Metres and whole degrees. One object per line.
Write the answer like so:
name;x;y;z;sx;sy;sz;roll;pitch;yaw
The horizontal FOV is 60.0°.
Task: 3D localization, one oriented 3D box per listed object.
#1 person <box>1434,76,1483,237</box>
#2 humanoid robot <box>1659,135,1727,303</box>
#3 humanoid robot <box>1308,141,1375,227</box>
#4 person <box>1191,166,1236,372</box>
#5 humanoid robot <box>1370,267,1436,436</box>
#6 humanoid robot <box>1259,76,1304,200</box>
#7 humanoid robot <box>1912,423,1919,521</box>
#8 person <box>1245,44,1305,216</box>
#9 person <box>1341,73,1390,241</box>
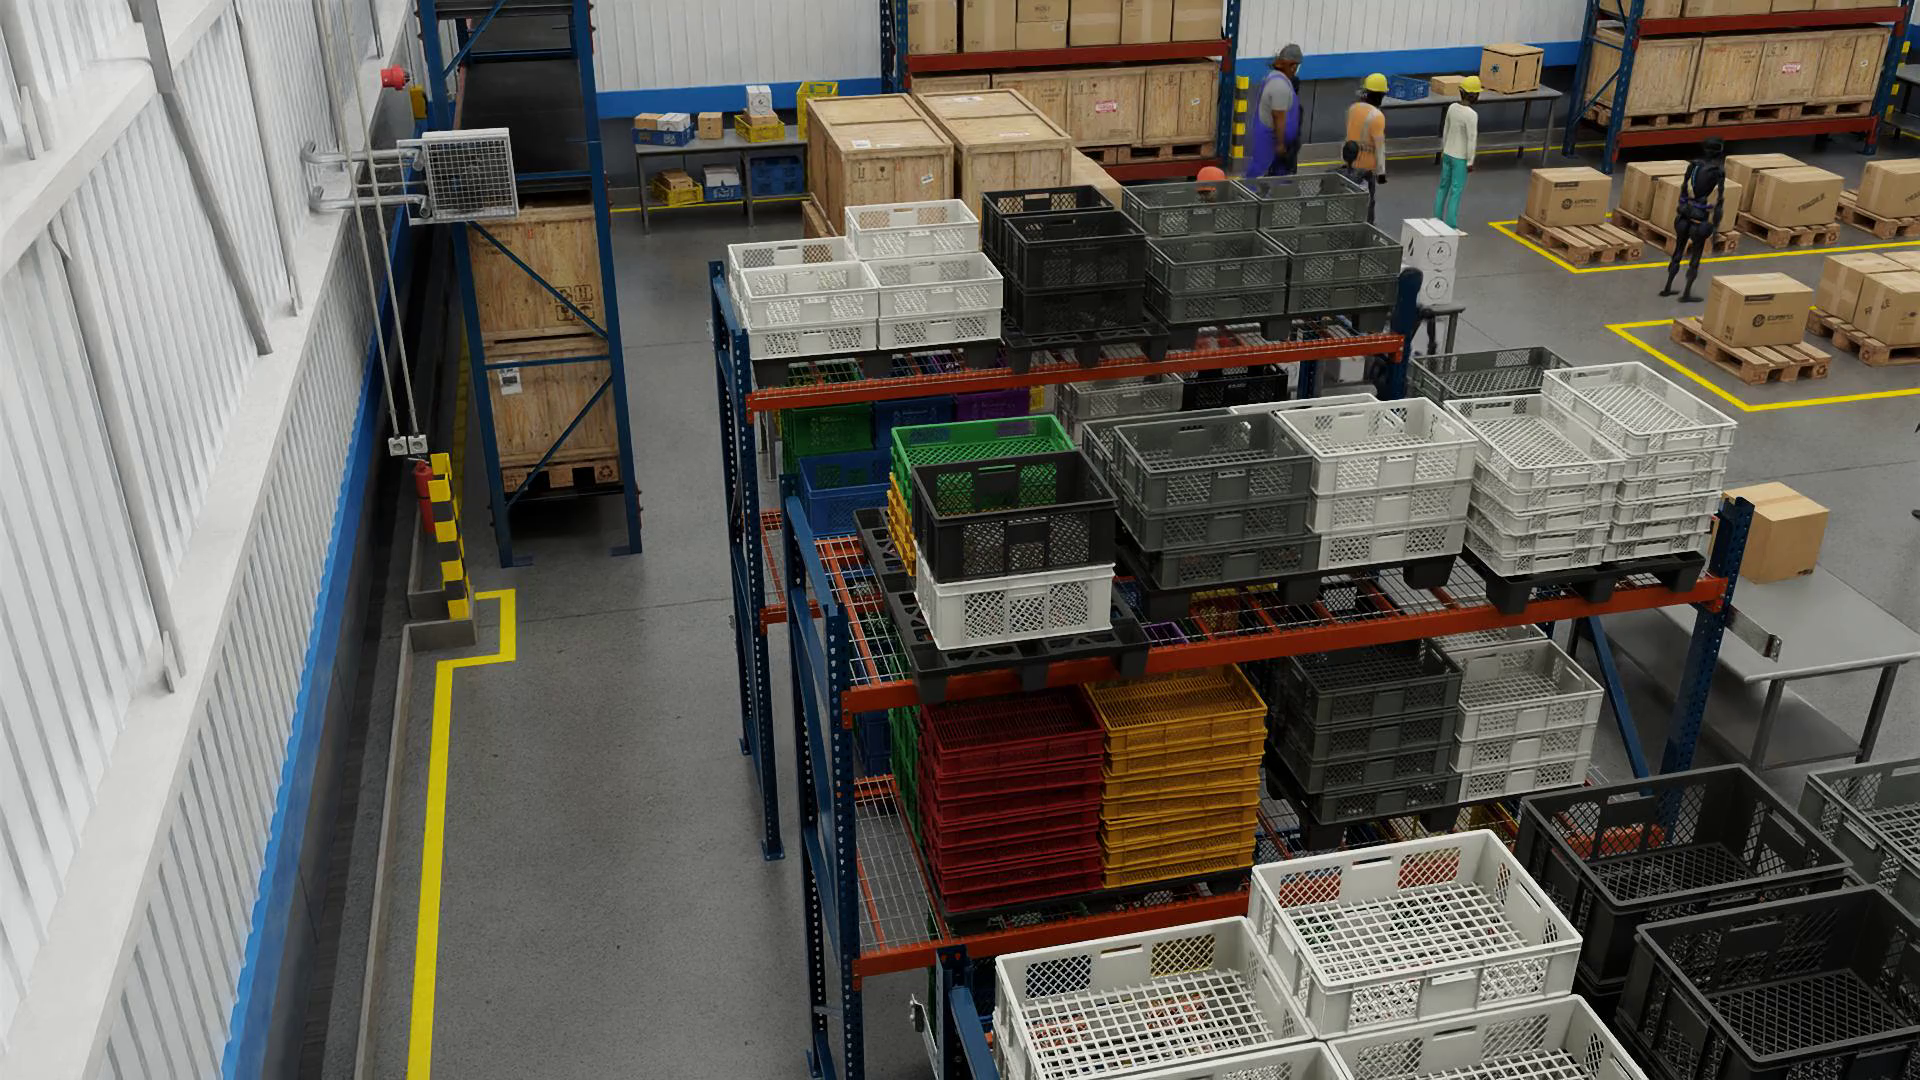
person;5.577;-4.286;18.570;0.328;1.767;0.527;-9;29;-16
humanoid robot;7.369;-3.222;16.634;0.315;1.657;0.610;-10;29;-18
humanoid robot;3.777;-3.122;16.475;0.595;1.637;0.631;0;28;0
person;2.216;-2.312;14.601;0.635;1.973;0.634;2;28;3
humanoid robot;3.460;-1.336;13.073;0.341;1.667;0.589;-24;36;-38
humanoid robot;3.729;-4.512;19.165;0.755;1.635;0.545;-16;32;-27
humanoid robot;7.401;-0.894;12.216;0.601;1.657;0.324;8;29;16
person;3.665;-4.649;18.969;0.907;2.000;0.686;6;28;12
person;4.385;-4.136;18.145;0.842;1.892;0.595;-8;29;-14
